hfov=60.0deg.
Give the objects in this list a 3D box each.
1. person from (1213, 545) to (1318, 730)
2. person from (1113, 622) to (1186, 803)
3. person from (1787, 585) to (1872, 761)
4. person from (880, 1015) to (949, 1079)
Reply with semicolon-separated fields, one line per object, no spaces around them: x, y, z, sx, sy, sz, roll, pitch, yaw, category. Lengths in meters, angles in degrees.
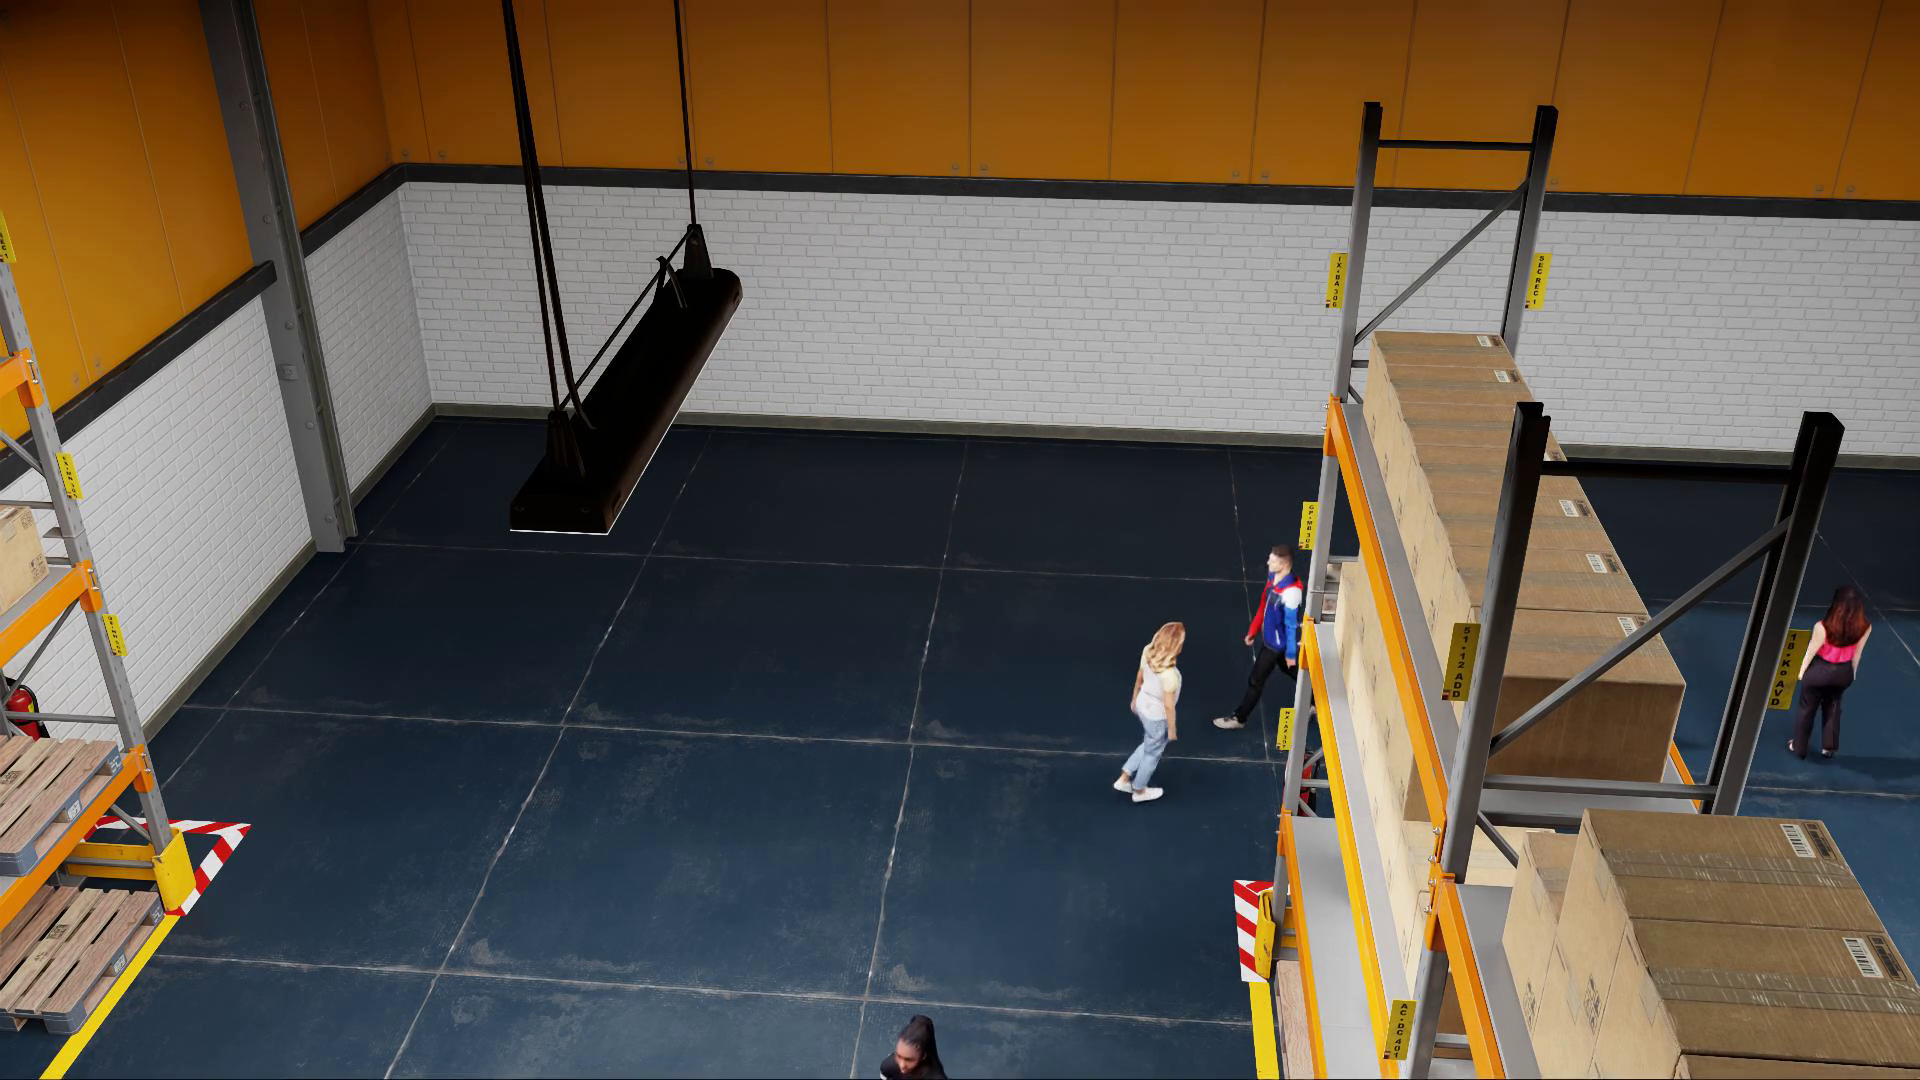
2.747;0.827;13.837;0.813;1.720;1.190;-2;29;-3;person
1.427;1.385;12.832;0.863;1.702;0.781;-13;31;-22;person
7.014;1.120;13.371;0.614;1.651;0.674;1;29;1;person
-0.182;3.326;9.302;0.905;1.676;1.278;12;31;21;person
